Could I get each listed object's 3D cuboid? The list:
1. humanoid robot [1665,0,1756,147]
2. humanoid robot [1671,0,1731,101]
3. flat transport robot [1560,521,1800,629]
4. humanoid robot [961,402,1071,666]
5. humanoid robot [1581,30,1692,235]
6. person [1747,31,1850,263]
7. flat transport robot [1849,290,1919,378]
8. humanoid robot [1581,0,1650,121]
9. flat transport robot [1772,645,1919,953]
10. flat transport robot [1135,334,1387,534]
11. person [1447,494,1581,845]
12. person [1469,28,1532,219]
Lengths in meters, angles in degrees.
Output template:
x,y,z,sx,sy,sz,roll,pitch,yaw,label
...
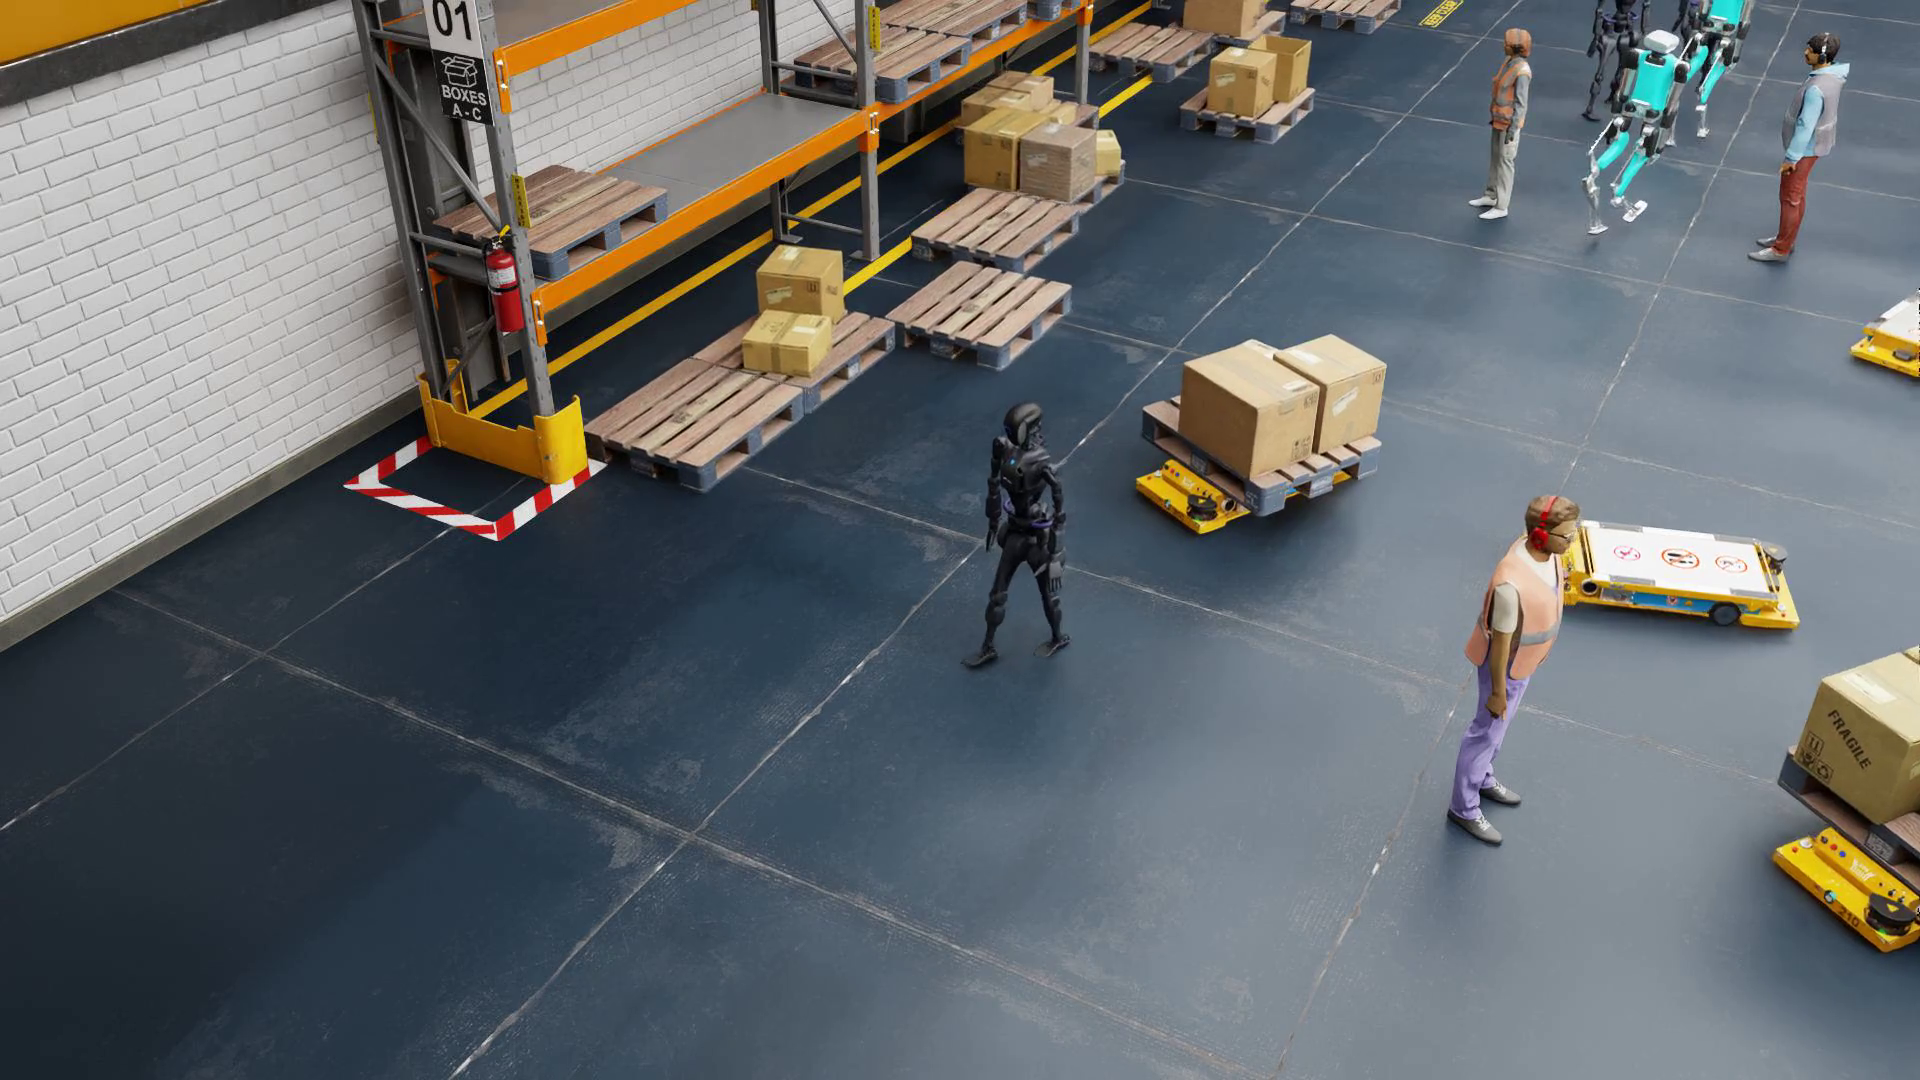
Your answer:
x,y,z,sx,sy,sz,roll,pitch,yaw,label
7.032,-4.576,15.756,0.539,1.756,0.914,29,43,36,humanoid robot
7.588,-5.305,16.948,0.593,1.619,0.790,19,38,26,humanoid robot
4.156,0.195,9.852,1.431,0.231,0.659,7,34,10,flat transport robot
0.338,-0.003,8.894,0.687,1.635,0.586,-28,43,-35,humanoid robot
5.556,-3.303,13.811,0.559,1.737,1.042,29,43,36,humanoid robot
6.848,-3.171,13.496,0.414,1.873,0.534,20,38,27,person
7.356,-1.571,12.525,1.431,0.231,0.659,-26,42,-34,flat transport robot
6.577,-5.023,16.512,0.624,1.626,0.576,-4,34,-6,humanoid robot
4.669,1.471,7.923,1.431,0.231,0.659,-14,36,-20,flat transport robot
1.910,-0.460,10.843,1.431,0.231,0.659,-20,38,-27,flat transport robot
2.589,0.578,7.842,0.390,1.847,0.562,20,38,27,person
4.697,-3.579,14.321,0.312,1.635,0.515,0,33,1,person
